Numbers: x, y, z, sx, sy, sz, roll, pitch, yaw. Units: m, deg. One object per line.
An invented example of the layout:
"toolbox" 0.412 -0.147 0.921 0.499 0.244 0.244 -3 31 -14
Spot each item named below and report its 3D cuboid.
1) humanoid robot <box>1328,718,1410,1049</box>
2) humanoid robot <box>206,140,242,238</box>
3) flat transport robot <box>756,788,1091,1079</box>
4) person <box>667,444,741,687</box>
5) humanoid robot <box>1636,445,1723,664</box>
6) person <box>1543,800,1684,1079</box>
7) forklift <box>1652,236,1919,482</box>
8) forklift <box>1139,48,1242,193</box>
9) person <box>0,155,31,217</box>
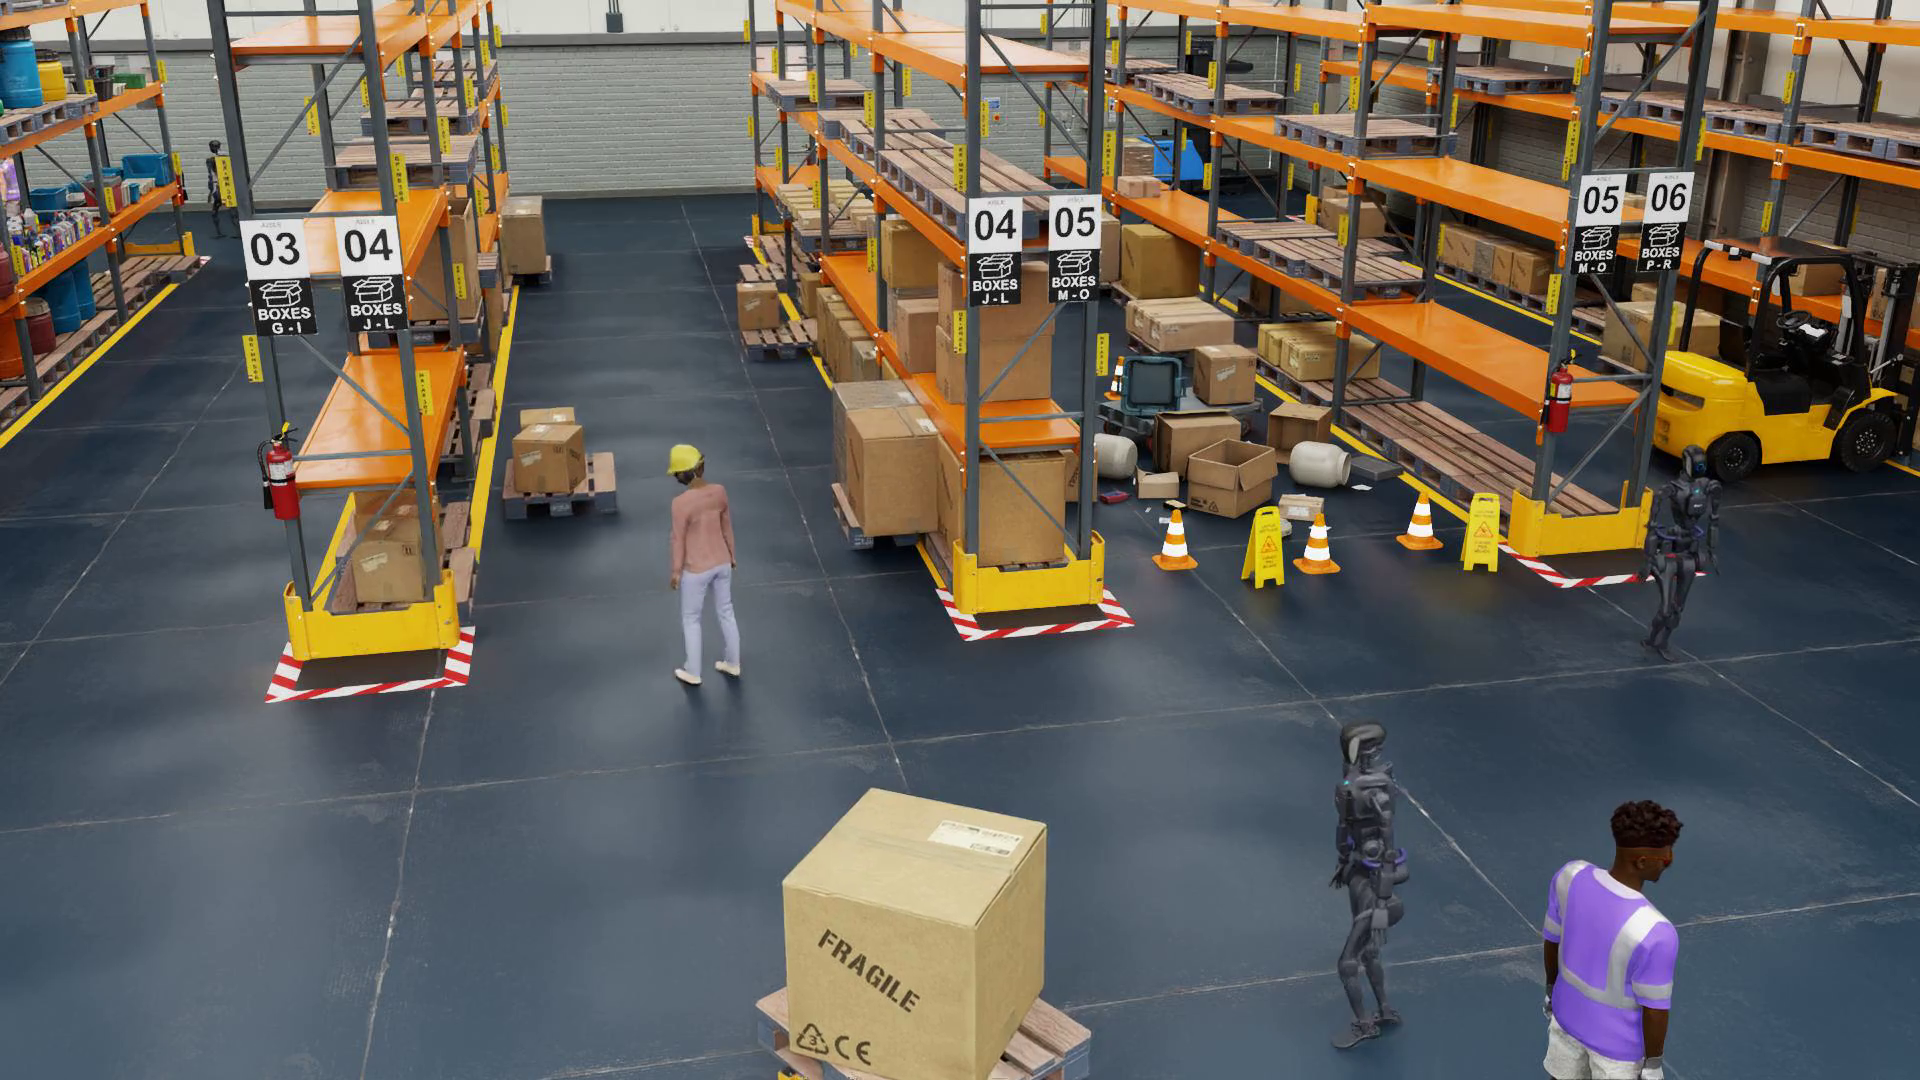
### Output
"humanoid robot" 1.953 1.604 7.873 0.417 1.637 0.595 -3 21 -8
"humanoid robot" -12.529 -5.940 28.180 0.573 1.642 0.610 7 21 18
"flat transport robot" -0.161 2.444 7.622 1.431 0.231 0.659 -17 26 -39
"person" -1.806 0.174 11.619 0.410 1.739 0.571 15 25 34
"humanoid robot" 5.160 0.101 11.907 0.612 1.649 0.344 -4 21 -10
"person" 2.566 1.916 6.615 0.361 1.959 0.613 -9 22 -22
"forklift" 8.013 -1.814 16.330 2.313 2.155 1.214 -4 21 -12
"forklift" 4.566 -8.313 32.860 1.873 2.768 1.129 -4 21 -12
"person" -15.338 -5.531 27.061 0.350 1.688 0.489 11 23 27
